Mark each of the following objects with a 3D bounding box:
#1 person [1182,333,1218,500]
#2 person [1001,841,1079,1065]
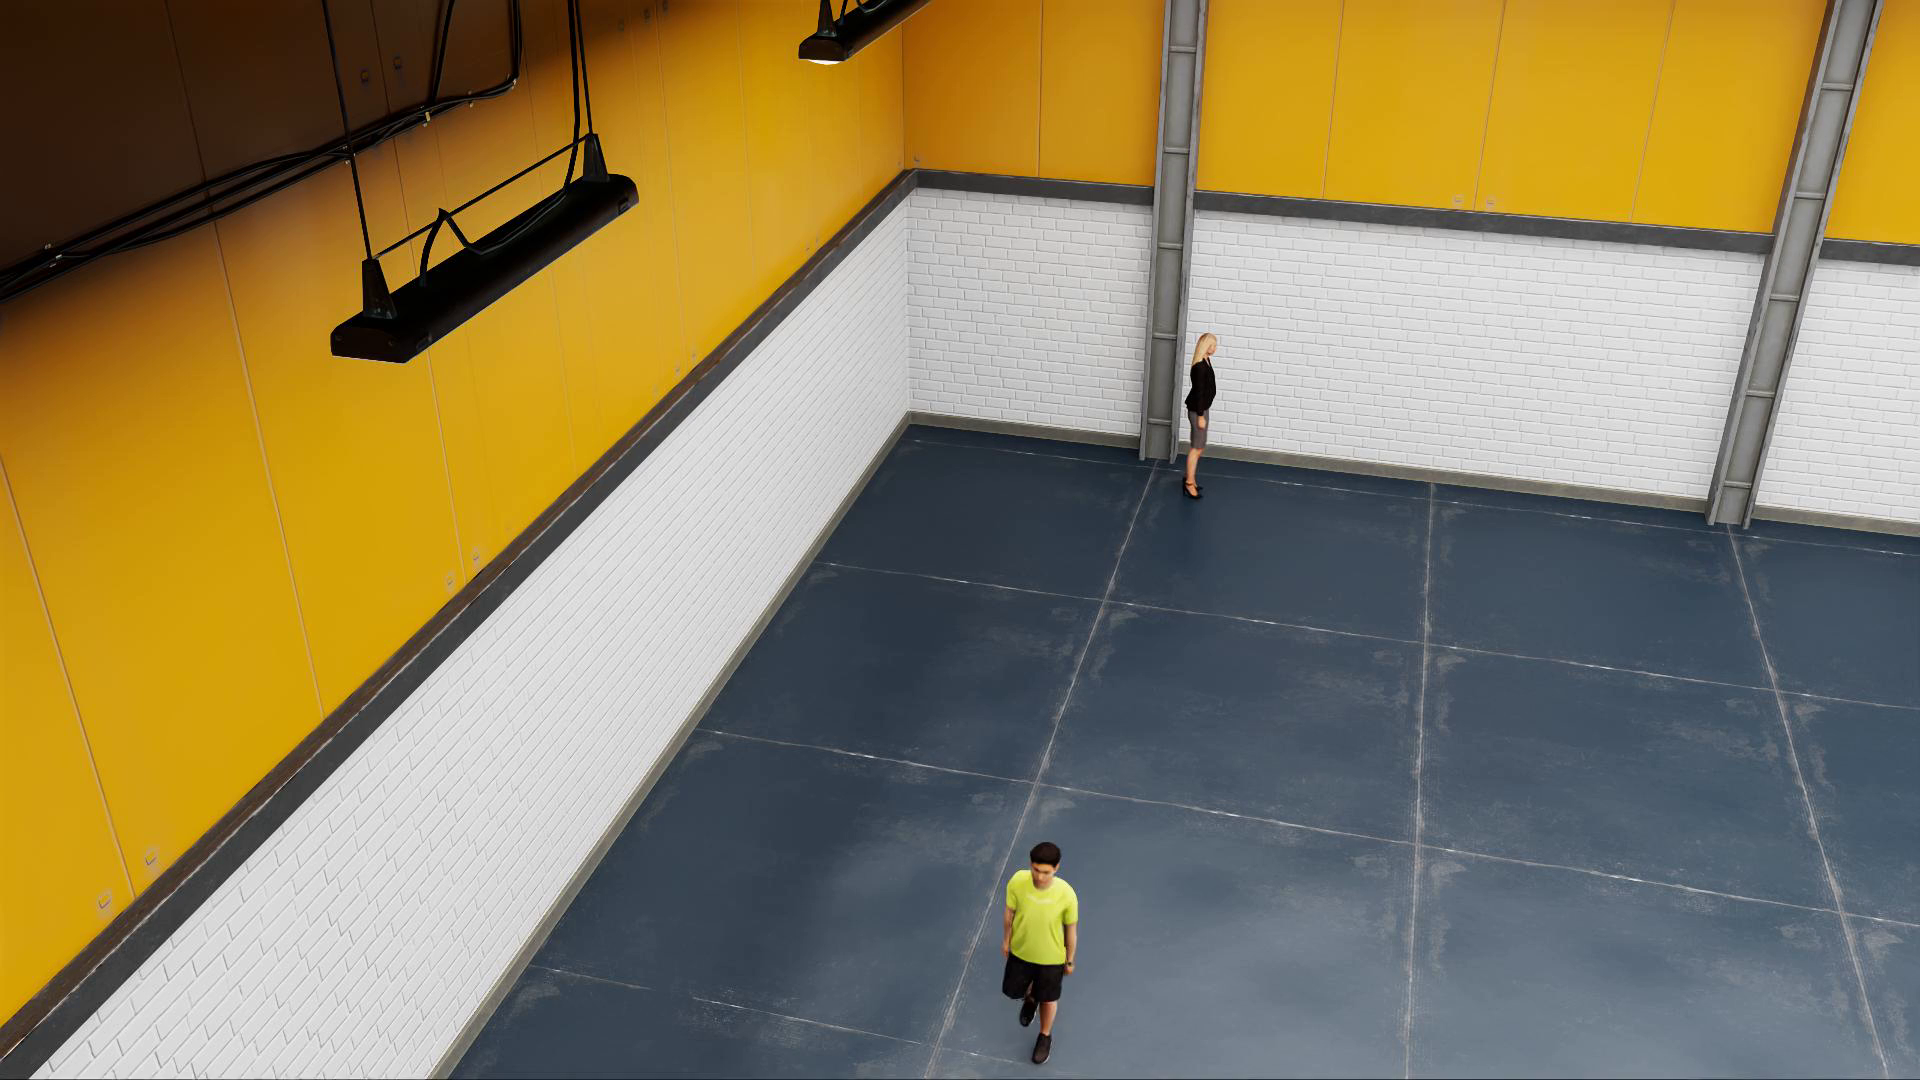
[{"bbox_3d":[2.505,-1.312,17.549,0.542,1.838,0.616,6,29,11],"label":"person"},{"bbox_3d":[0.517,2.547,10.624,0.682,1.696,0.724,10,30,17],"label":"person"}]
